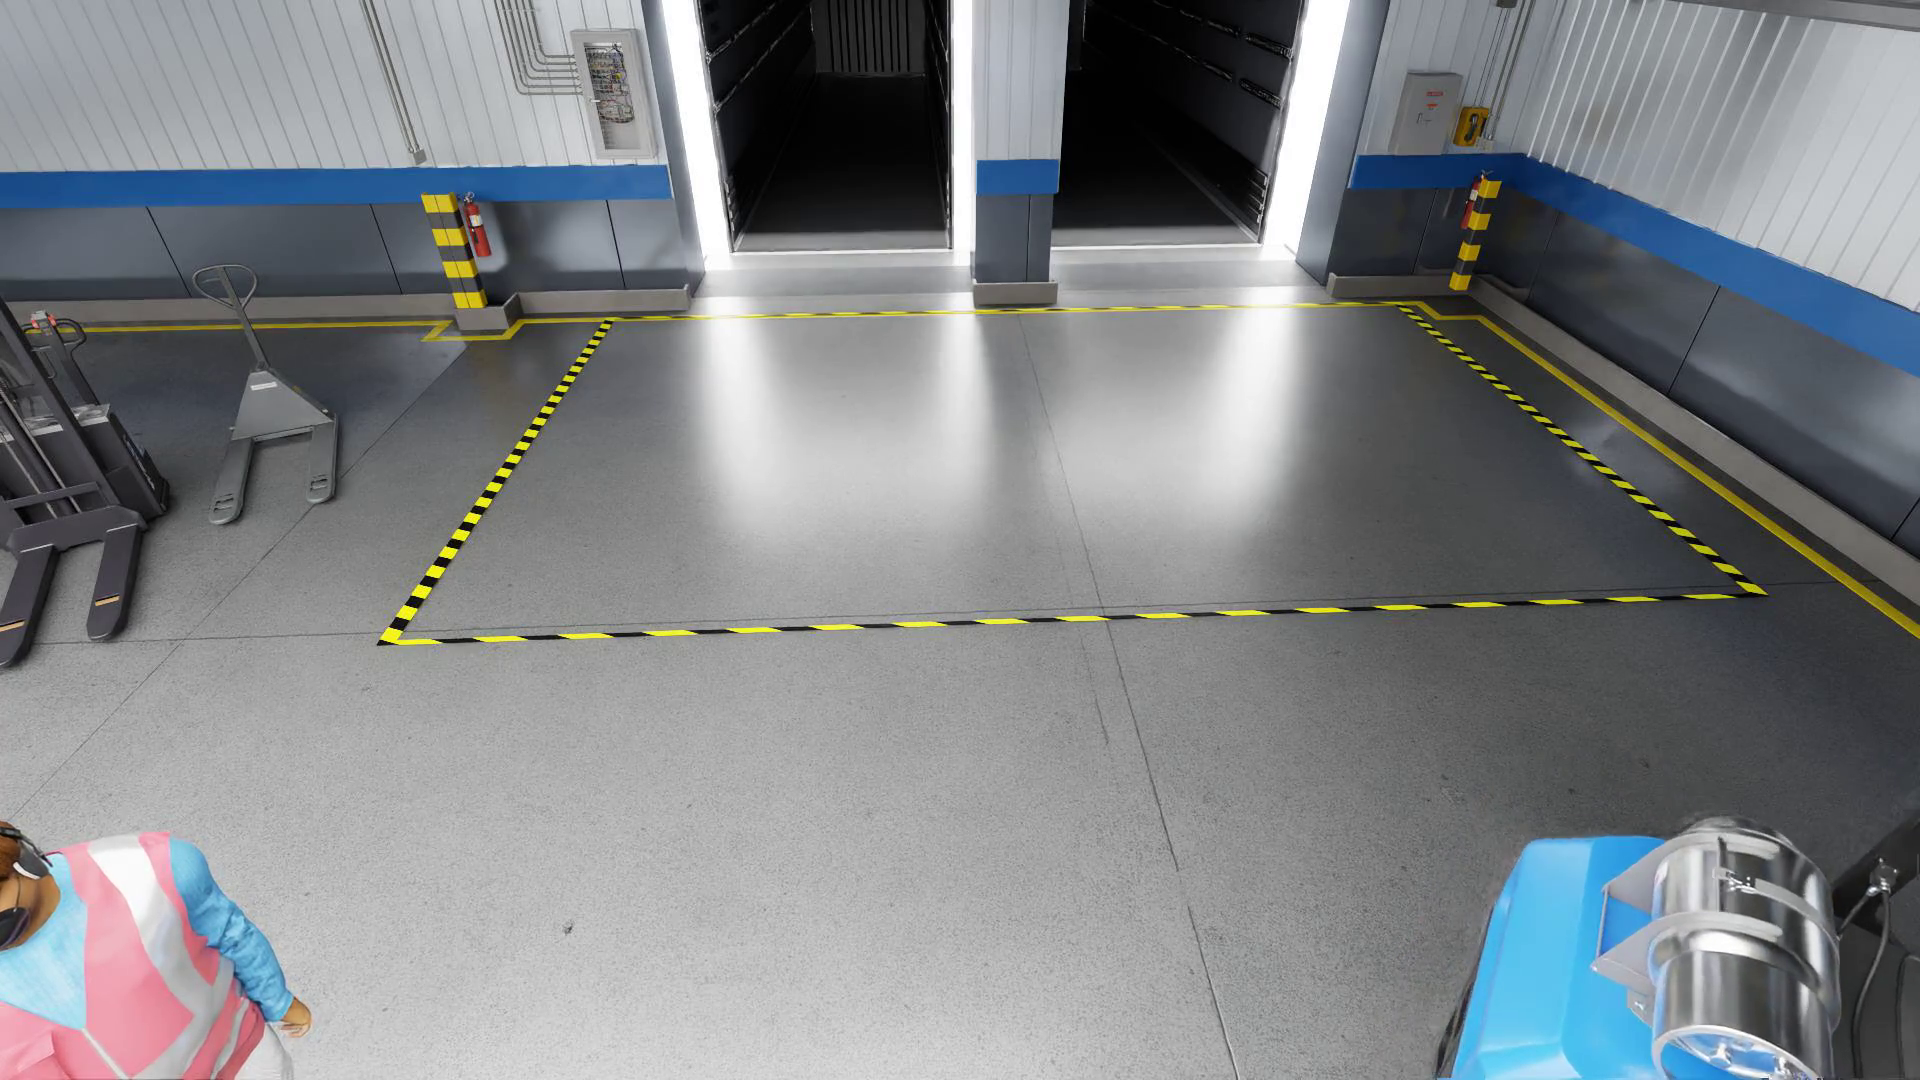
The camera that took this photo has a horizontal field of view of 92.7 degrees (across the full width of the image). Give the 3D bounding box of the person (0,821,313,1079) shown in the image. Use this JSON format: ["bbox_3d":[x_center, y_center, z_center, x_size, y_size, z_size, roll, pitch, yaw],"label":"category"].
[{"bbox_3d":[-1.955,1.312,2.239,0.430,1.844,0.621,25,42,31],"label":"person"}]

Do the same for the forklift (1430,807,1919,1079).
[{"bbox_3d":[2.599,1.337,1.758,2.680,2.036,1.157,22,40,28],"label":"forklift"}]

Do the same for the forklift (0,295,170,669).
[{"bbox_3d":[-5.212,-0.618,4.878,0.823,1.965,1.885,-20,39,-26],"label":"forklift"}]

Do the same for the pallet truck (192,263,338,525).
[{"bbox_3d":[-4.778,-1.027,6.128,0.680,1.201,1.601,-17,38,-23],"label":"pallet truck"}]
